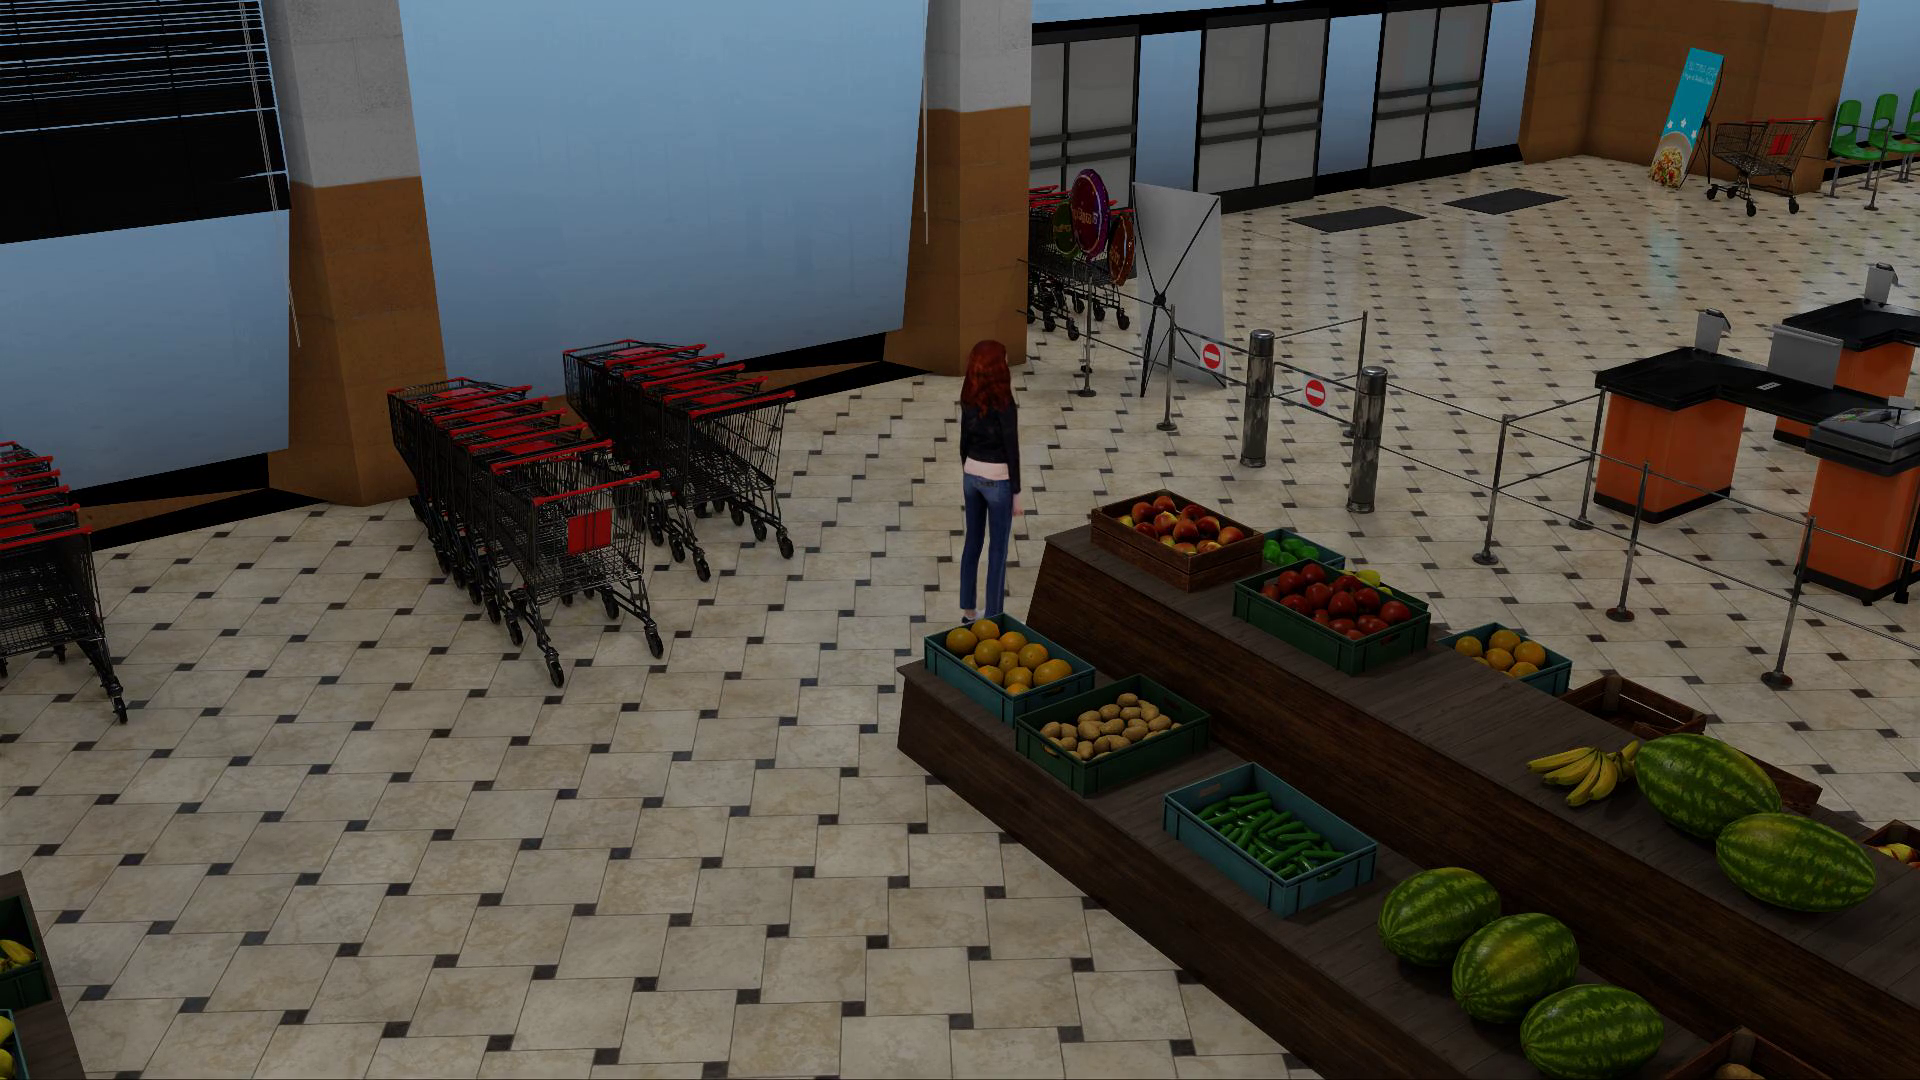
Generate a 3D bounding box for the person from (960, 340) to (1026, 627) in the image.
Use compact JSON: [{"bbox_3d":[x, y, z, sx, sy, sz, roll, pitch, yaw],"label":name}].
[{"bbox_3d":[0.164,-0.287,9.520,0.656,1.787,0.481,-19,30,-37],"label":"person"}]
